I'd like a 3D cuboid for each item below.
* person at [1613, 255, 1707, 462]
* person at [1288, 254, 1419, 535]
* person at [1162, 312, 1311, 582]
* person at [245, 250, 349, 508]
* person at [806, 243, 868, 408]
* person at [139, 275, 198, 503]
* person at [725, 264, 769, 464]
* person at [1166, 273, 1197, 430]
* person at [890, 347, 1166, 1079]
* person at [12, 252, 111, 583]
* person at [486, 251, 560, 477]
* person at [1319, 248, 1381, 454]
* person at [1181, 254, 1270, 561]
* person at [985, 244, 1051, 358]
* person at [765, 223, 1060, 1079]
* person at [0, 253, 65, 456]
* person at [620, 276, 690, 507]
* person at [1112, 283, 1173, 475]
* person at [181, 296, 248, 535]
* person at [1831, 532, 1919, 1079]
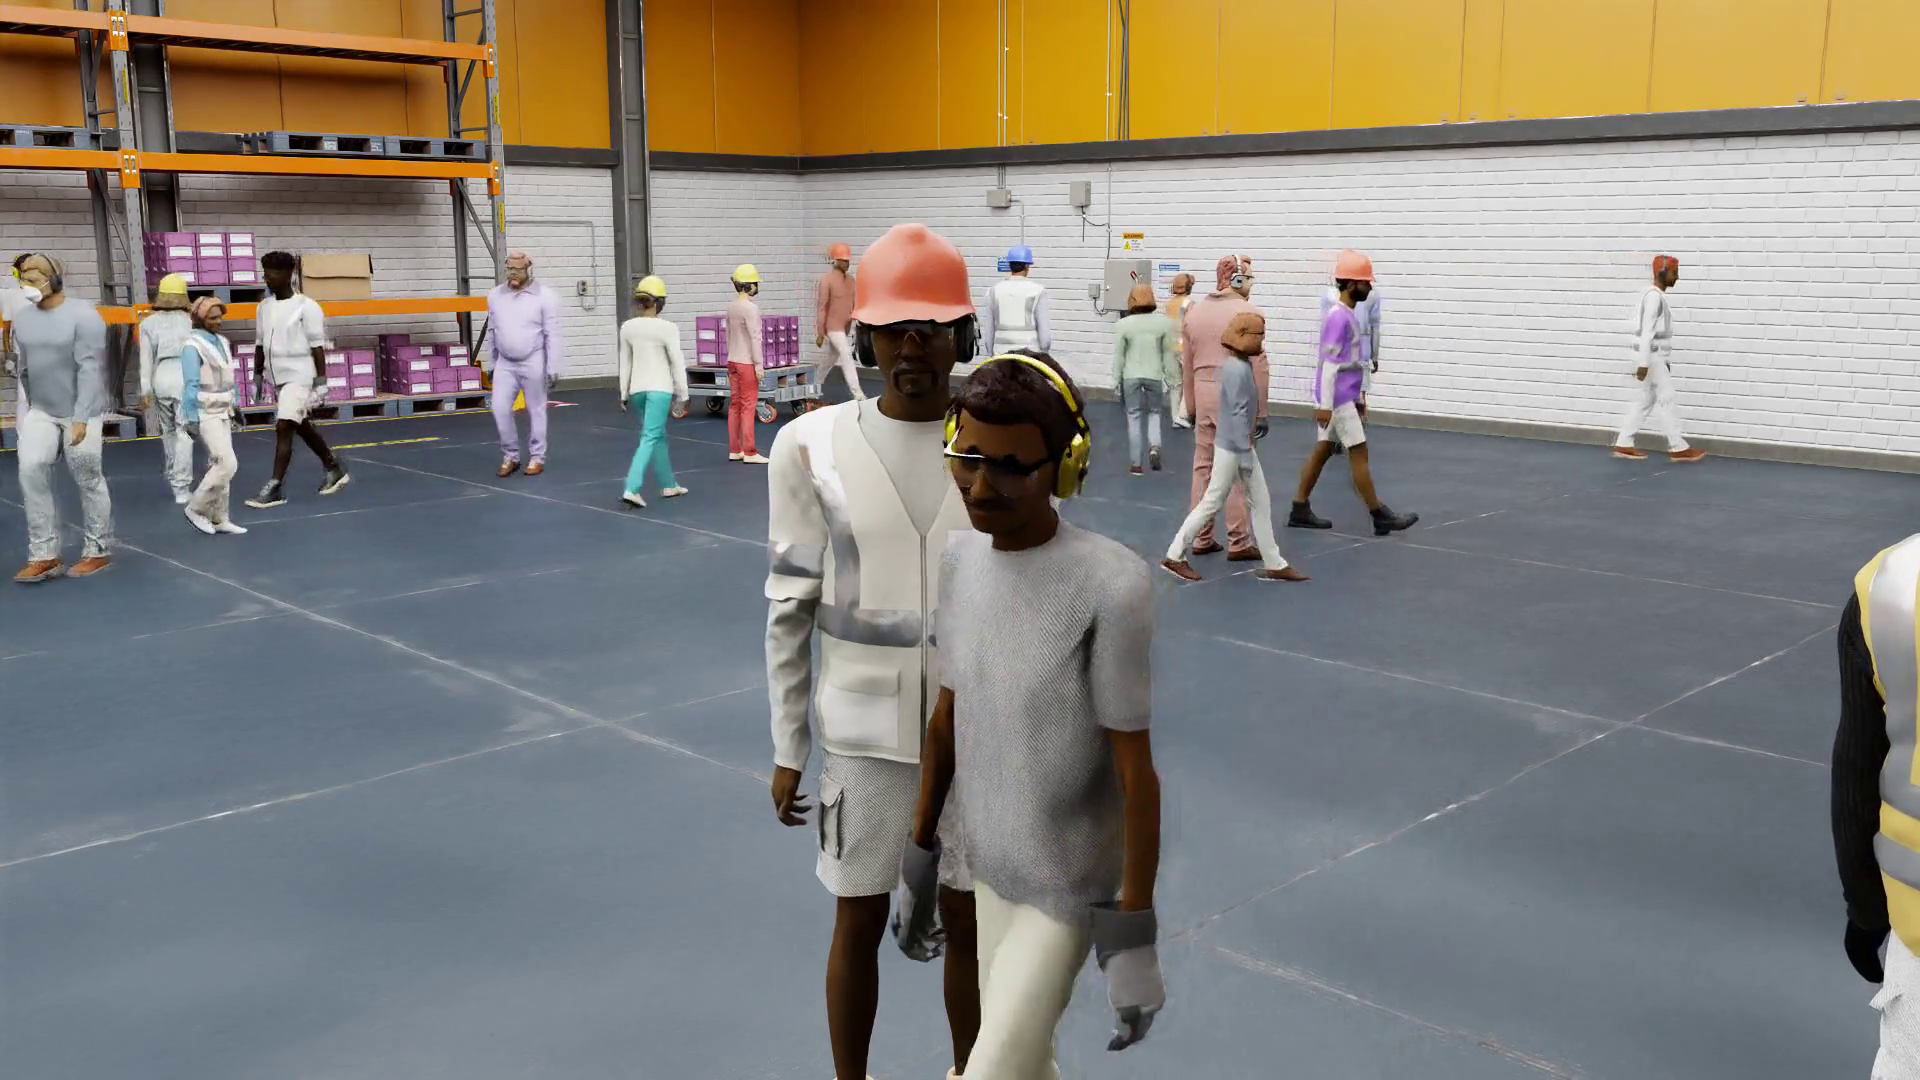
[{"bbox_3d":[6.302,-1.614,14.884,0.788,1.841,0.612,3,11,18],"label":"person"},{"bbox_3d":[2.676,-0.978,11.289,0.895,1.891,0.570,3,11,14],"label":"person"},{"bbox_3d":[1.598,-0.529,9.688,0.865,1.591,0.514,3,11,16],"label":"person"},{"bbox_3d":[-5.099,-1.250,12.707,0.621,1.921,1.010,6,12,28],"label":"person"},{"bbox_3d":[-1.406,-2.447,19.214,1.066,1.940,0.616,5,11,24],"label":"person"},{"bbox_3d":[-5.983,-1.168,12.792,0.481,1.715,0.716,-1,10,-4],"label":"person"},{"bbox_3d":[-1.896,-1.560,14.797,0.319,1.769,0.523,-7,13,-34],"label":"person"},{"bbox_3d":[2.319,-1.953,17.304,0.362,1.630,0.566,-5,12,-25],"label":"person"},{"bbox_3d":[0.074,0.605,2.774,0.536,1.842,0.597,-7,12,-32],"label":"person"},{"bbox_3d":[-5.273,-0.692,9.645,0.628,1.918,0.712,2,11,10],"label":"person"},{"bbox_3d":[-3.682,-1.458,13.903,0.686,1.883,0.619,2,11,9],"label":"person"},{"bbox_3d":[3.548,-1.694,15.156,0.555,1.912,0.823,2,11,10],"label":"person"},{"bbox_3d":[1.688,-0.824,10.416,0.402,1.904,0.639,-8,13,-38],"label":"person"},{"bbox_3d":[0.530,-1.682,14.975,0.615,1.943,0.409,4,11,22],"label":"person"},{"bbox_3d":[-0.086,0.391,3.408,0.615,2.043,0.373,-1,10,-6],"label":"person"},{"bbox_3d":[-8.444,-1.675,15.182,0.512,1.862,0.322,-10,14,-44],"label":"person"},{"bbox_3d":[-2.329,-1.122,12.527,0.536,1.725,0.889,6,12,28],"label":"person"},{"bbox_3d":[1.535,-1.351,14.037,0.515,1.618,0.385,-1,10,-3],"label":"person"},{"bbox_3d":[-4.979,-0.816,11.125,0.360,1.623,0.528,-1,10,-3],"label":"person"},{"bbox_3d":[1.689,0.641,2.595,0.429,1.841,0.633,-7,12,-32],"label":"person"}]
